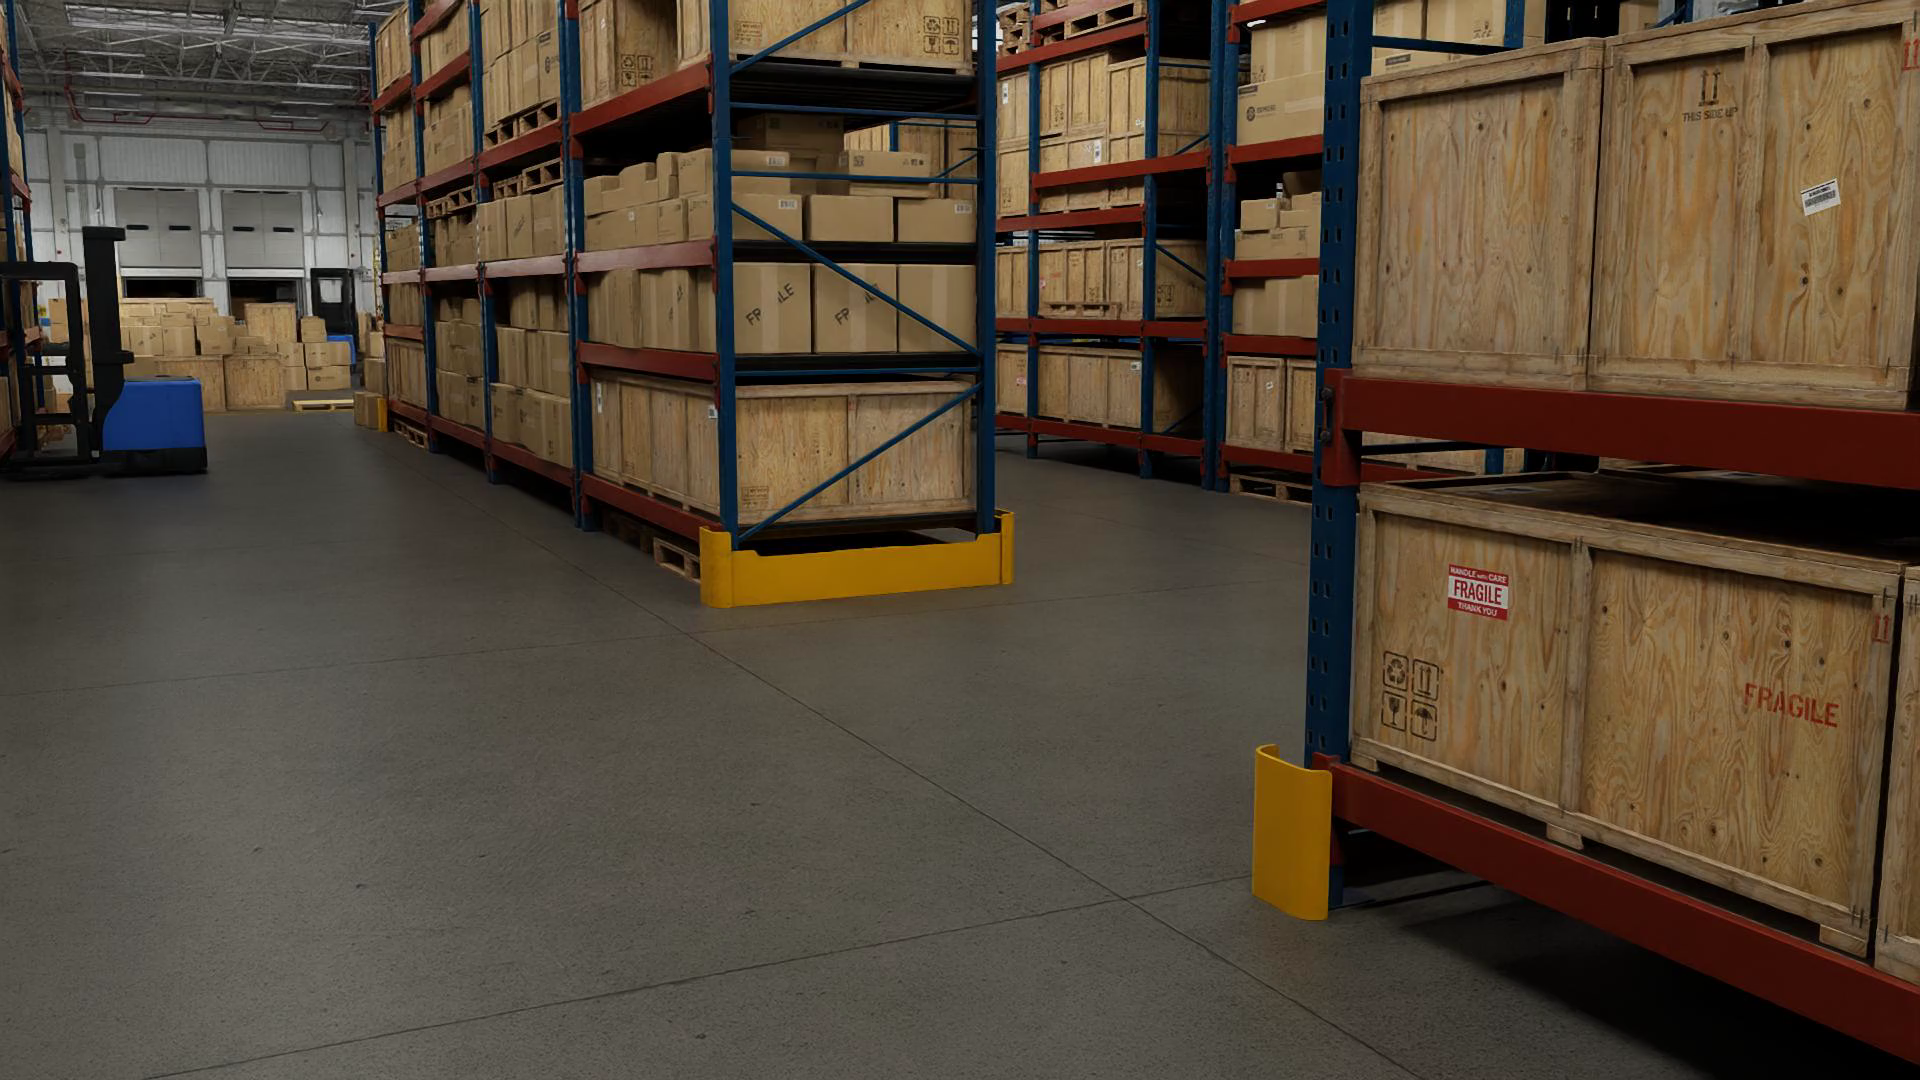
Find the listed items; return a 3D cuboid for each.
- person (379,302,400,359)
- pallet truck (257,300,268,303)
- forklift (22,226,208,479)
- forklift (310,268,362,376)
[{"bbox_3d":[-12.470,-4.192,36.131,0.855,1.958,0.659,-8,11,-44],"label":"person"},{"bbox_3d":[-23.913,-7.404,58.171,1.885,1.965,0.823,-1,8,-9],"label":"pallet truck"},{"bbox_3d":[-9.741,-2.168,19.037,1.873,2.768,1.129,-4,9,-26],"label":"forklift"},{"bbox_3d":[-16.408,-5.712,43.475,1.129,2.768,1.873,-2,8,-11],"label":"forklift"}]
